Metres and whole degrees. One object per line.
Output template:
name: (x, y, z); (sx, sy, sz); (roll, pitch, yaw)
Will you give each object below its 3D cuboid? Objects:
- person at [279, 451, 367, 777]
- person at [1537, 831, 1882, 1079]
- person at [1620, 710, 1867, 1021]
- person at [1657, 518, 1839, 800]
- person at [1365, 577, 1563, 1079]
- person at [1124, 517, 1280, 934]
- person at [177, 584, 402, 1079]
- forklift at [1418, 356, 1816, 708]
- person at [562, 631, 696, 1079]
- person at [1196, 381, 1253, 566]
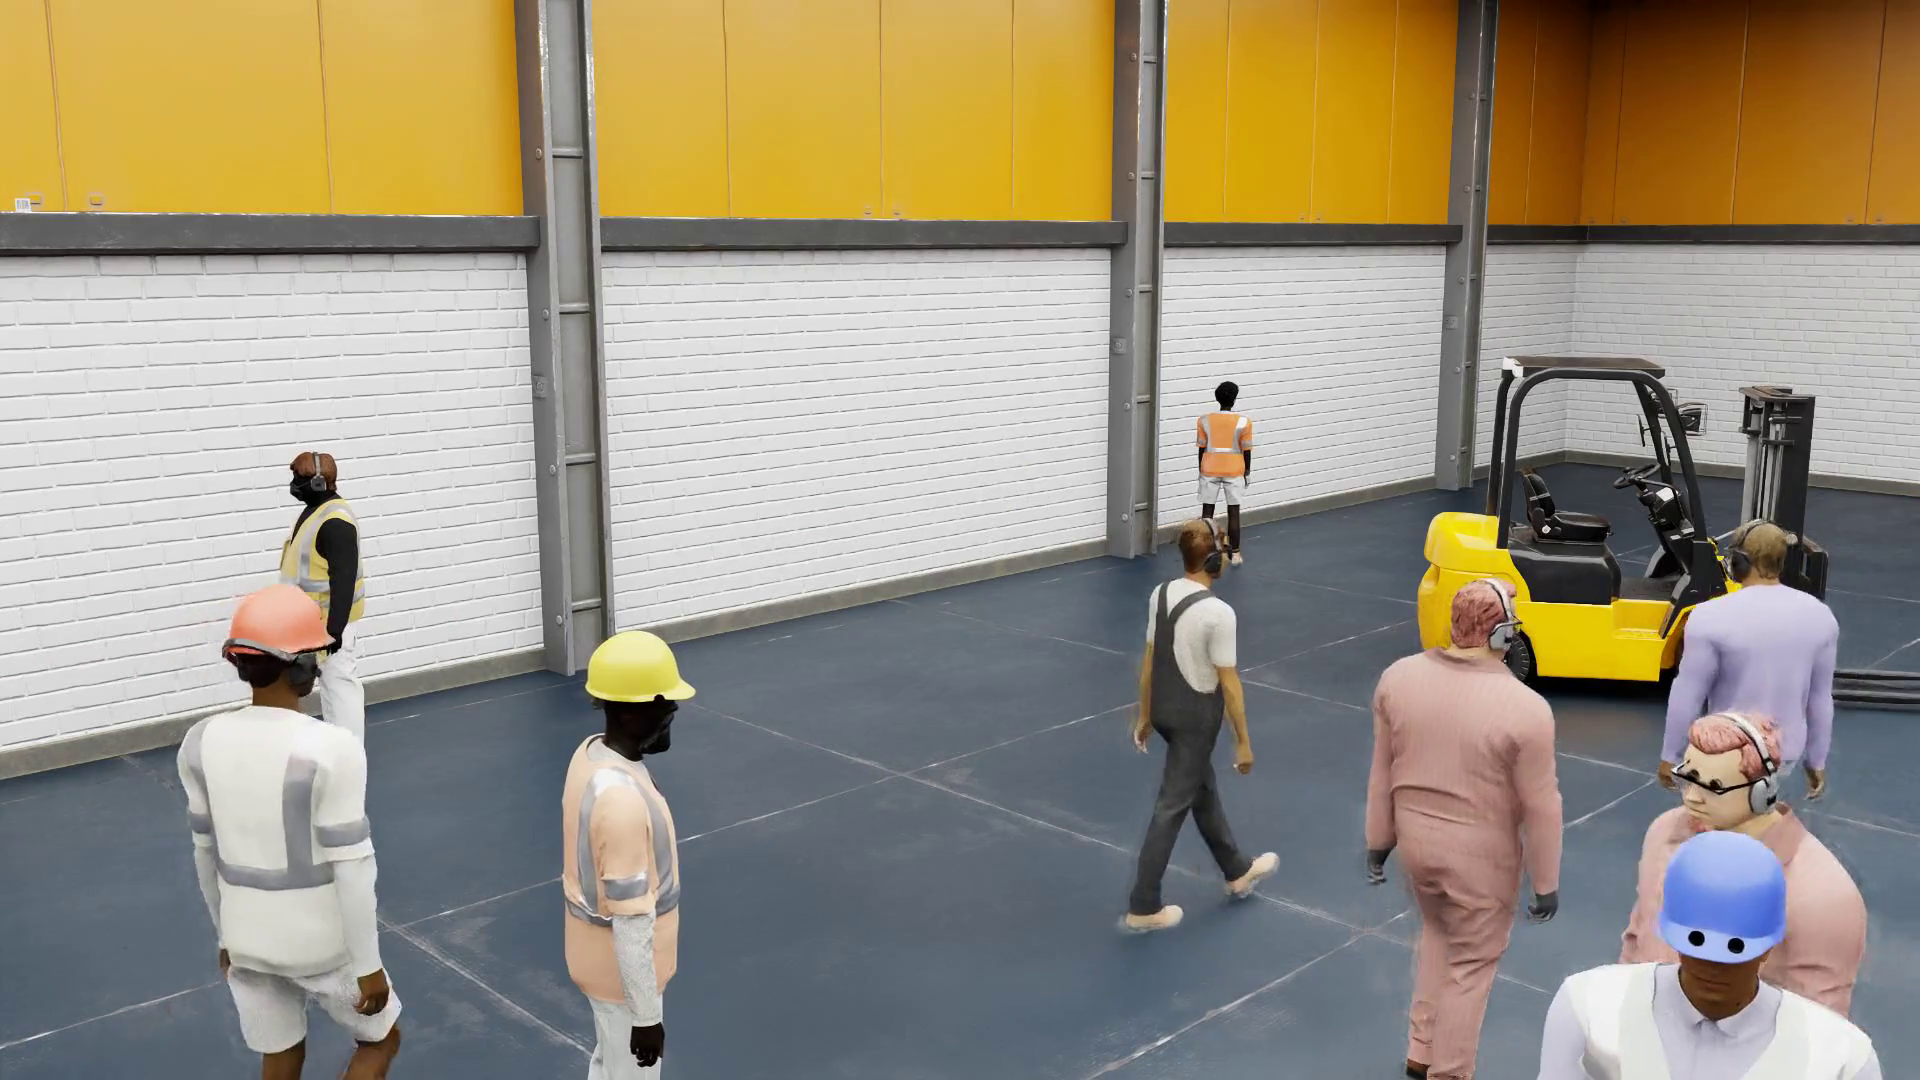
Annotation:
person: (-3.502, 0.426, 9.163); (0.429, 1.845, 0.621); (-6, 12, -31)
person: (1.362, 1.486, 3.183); (0.627, 1.918, 0.824); (6, 12, 31)
person: (1.826, 1.331, 4.097); (0.424, 1.886, 0.674); (-3, 11, -16)
person: (3.201, 0.859, 6.706); (0.651, 1.892, 1.038); (-2, 11, -11)
person: (1.750, 1.048, 5.660); (0.567, 1.882, 0.672); (-9, 14, -40)
person: (1.103, 0.794, 7.242); (0.935, 1.803, 0.543); (-5, 12, -26)
person: (-1.903, 1.132, 4.809); (0.633, 2.027, 0.421); (3, 11, 18)
forklift: (4.276, -0.101, 11.076); (2.313, 2.155, 1.214); (2, 11, 13)
person: (-0.922, 1.197, 4.727); (0.379, 1.924, 0.594); (-4, 11, -19)
person: (2.409, -0.605, 15.209); (0.529, 1.690, 0.321); (3, 11, 18)
